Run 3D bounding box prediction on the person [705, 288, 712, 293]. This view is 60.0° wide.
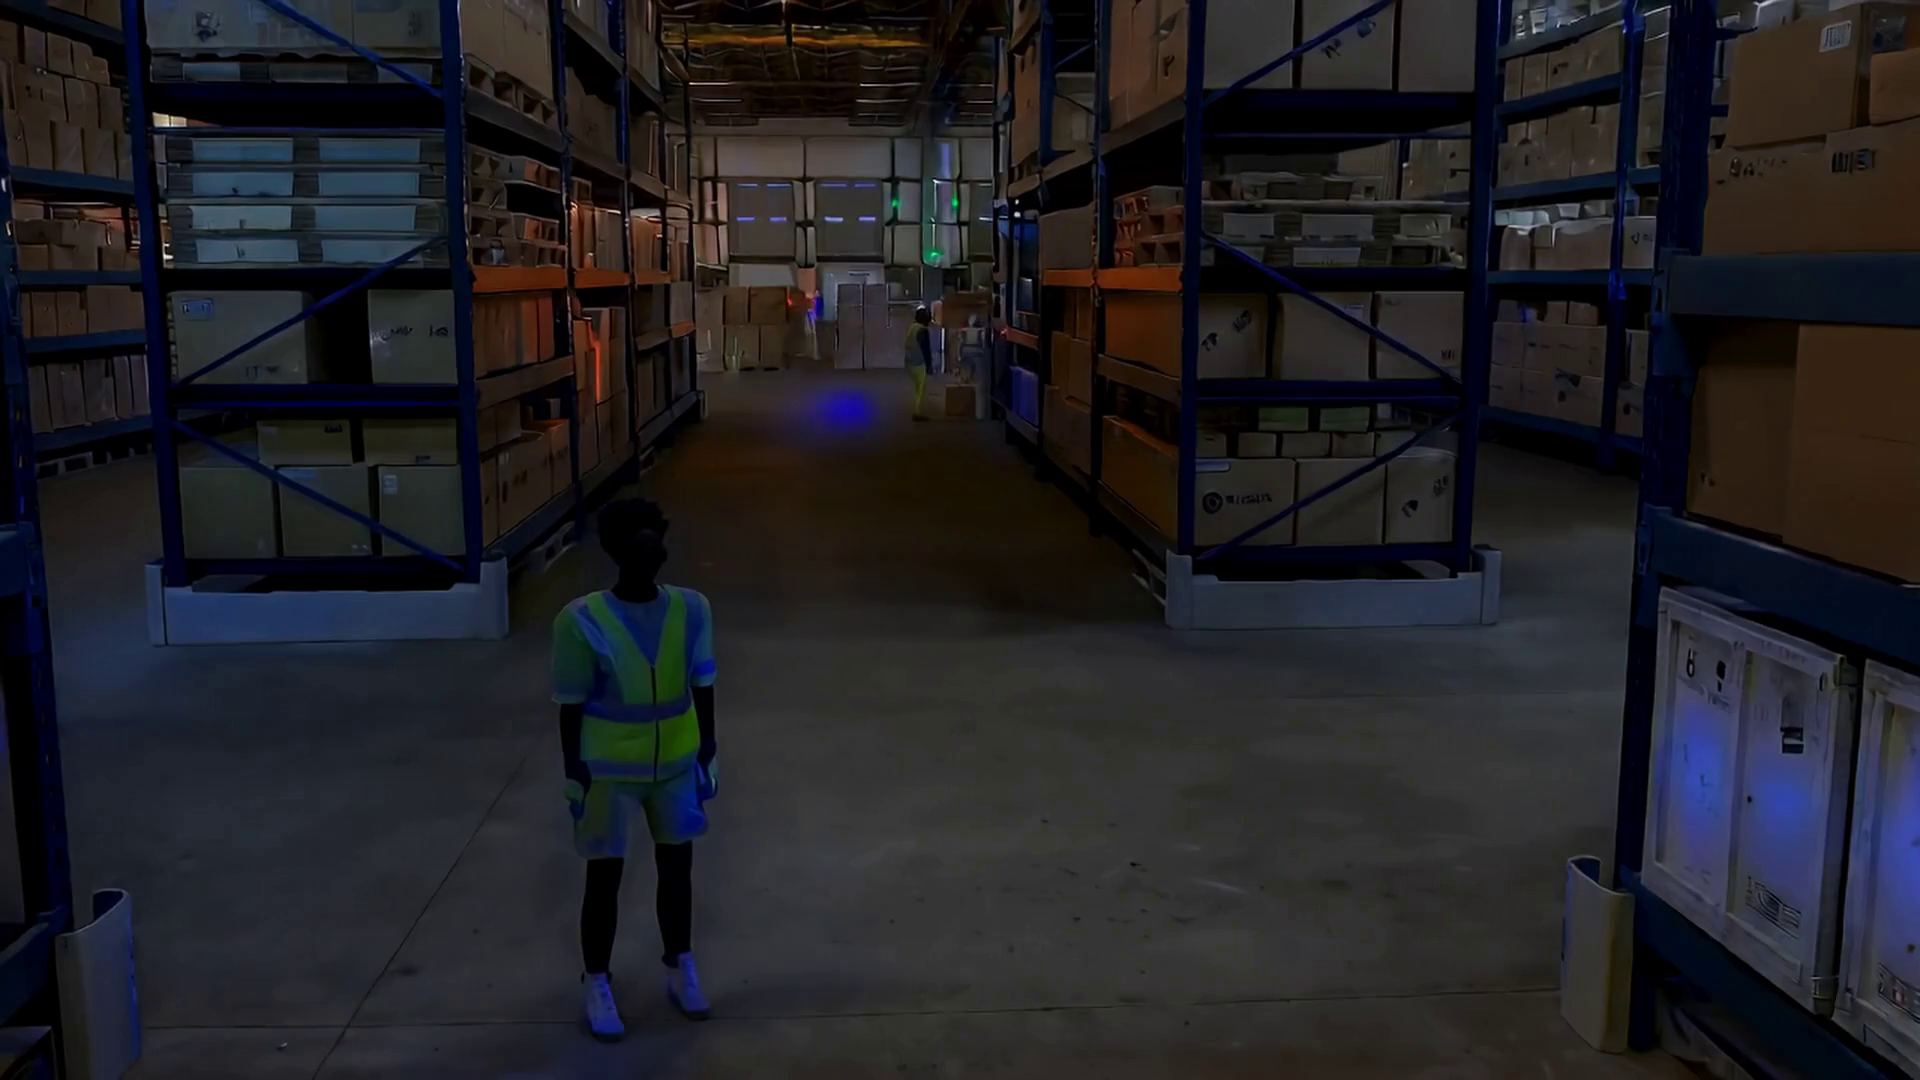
[{"bbox_3d":[-9.526,-8.673,63.431,0.963,1.878,0.544,6,11,33],"label":"person"}]

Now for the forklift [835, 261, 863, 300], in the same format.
[{"bbox_3d":[-3.730,-8.019,56.182,1.129,2.768,1.873,-1,9,-4],"label":"forklift"}]

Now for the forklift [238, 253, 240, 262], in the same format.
[{"bbox_3d":[-16.059,-4.854,36.311,1.129,2.768,1.873,-1,9,-4],"label":"forklift"}]

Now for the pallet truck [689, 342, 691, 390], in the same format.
[{"bbox_3d":[-5.225,-3.008,27.480,1.885,1.965,0.823,2,9,14],"label":"pallet truck"}]

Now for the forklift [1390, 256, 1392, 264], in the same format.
[{"bbox_3d":[10.614,-5.724,41.774,1.129,2.768,1.873,-9,13,-44],"label":"forklift"}]

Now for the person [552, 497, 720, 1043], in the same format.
[{"bbox_3d":[-0.995,0.700,5.166,0.536,1.692,0.319,-6,11,-32],"label":"person"}]

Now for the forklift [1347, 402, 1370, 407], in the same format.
[{"bbox_3d":[4.851,-2.678,22.644,1.129,2.768,1.873,-1,9,-4],"label":"forklift"}]

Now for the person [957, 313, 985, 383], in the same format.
[{"bbox_3d":[0.221,-3.572,32.169,0.528,1.633,0.310,0,9,-3],"label":"person"}]

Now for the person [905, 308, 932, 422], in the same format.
[{"bbox_3d":[-0.672,-2.820,26.860,0.432,1.821,0.648,-3,10,-21],"label":"person"}]

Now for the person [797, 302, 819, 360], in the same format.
[{"bbox_3d":[-4.236,-5.840,46.444,0.559,1.616,0.534,-1,9,-5],"label":"person"}]

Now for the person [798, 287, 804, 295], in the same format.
[{"bbox_3d":[-5.447,-7.706,57.180,0.376,1.934,0.547,2,9,15],"label":"person"}]
